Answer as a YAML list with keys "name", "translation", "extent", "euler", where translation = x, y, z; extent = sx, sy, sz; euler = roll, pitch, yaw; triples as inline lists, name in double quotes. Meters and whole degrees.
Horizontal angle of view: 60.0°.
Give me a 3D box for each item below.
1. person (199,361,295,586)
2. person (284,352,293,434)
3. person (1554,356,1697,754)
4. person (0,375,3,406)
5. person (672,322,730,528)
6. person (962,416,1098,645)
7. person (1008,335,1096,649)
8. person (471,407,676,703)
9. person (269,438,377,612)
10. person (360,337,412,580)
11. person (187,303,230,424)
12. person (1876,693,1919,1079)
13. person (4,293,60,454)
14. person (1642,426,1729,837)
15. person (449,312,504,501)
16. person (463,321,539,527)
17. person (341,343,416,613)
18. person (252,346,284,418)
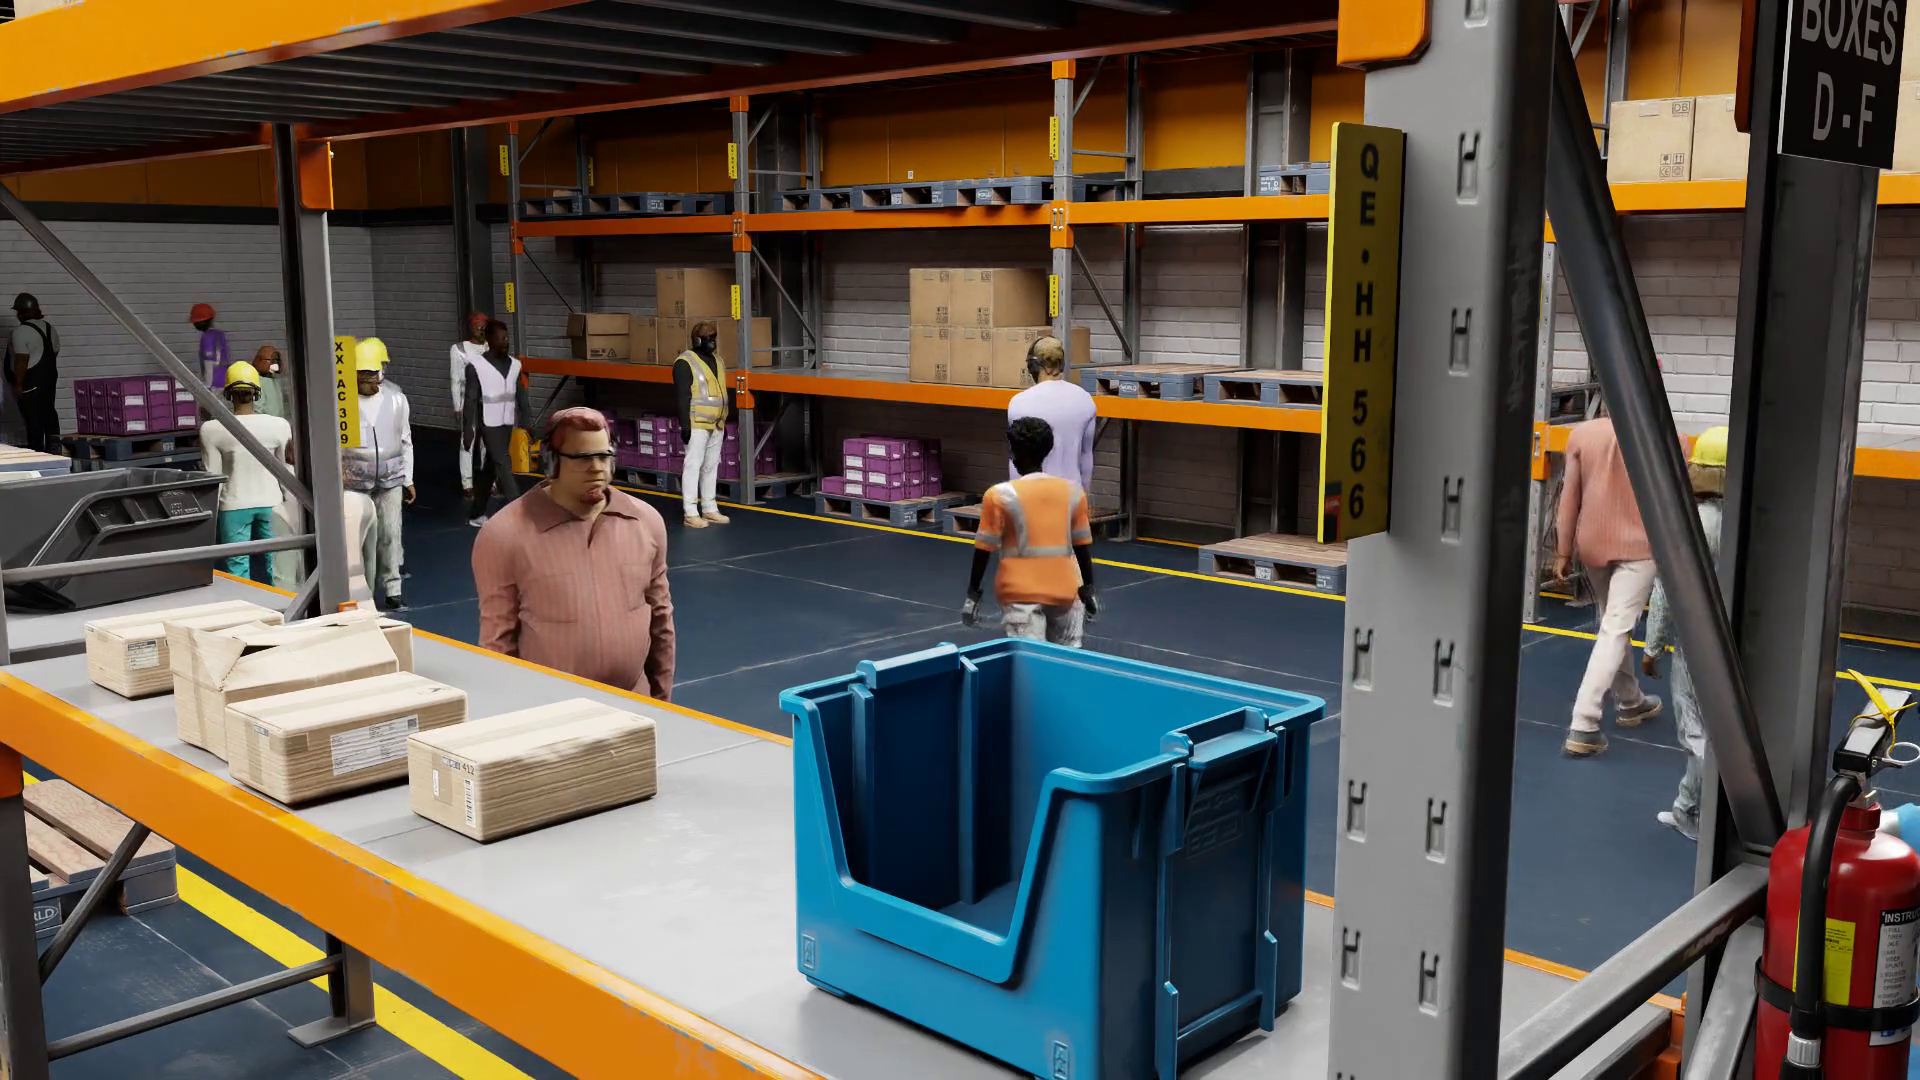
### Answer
- name: "person"
  translation: [-4.257, -0.183, 9.978]
  extent: [0.533, 1.768, 0.310]
  euler: [-7, 11, -35]
- name: "person"
  translation: [-8.175, -1.844, 20.620]
  extent: [0.504, 1.612, 0.528]
  euler: [4, 10, 25]
- name: "person"
  translation: [3.242, 0.044, 8.088]
  extent: [1.049, 1.943, 0.626]
  euler: [-8, 12, -40]
- name: "person"
  translation: [-9.499, -1.195, 15.902]
  extent: [0.634, 1.848, 0.972]
  euler: [-5, 10, -28]
- name: "person"
  translation: [-2.299, -1.036, 14.981]
  extent: [0.429, 1.839, 0.634]
  euler: [5, 11, 28]
- name: "person"
  translation: [0.309, 0.257, 7.621]
  extent: [0.593, 1.632, 0.895]
  euler: [-5, 11, -29]
- name: "person"
  translation: [0.517, -0.217, 9.658]
  extent: [0.635, 1.936, 0.353]
  euler: [-8, 12, -39]
- name: "person"
  translation: [-1.174, 0.530, 5.223]
  extent: [0.640, 1.899, 0.395]
  euler: [-7, 12, -36]
- name: "person"
  translation: [-2.712, 0.358, 7.090]
  extent: [0.604, 1.620, 0.517]
  euler: [8, 12, 40]
- name: "person"
  translation: [-4.427, -0.612, 12.454]
  extent: [0.595, 1.810, 0.739]
  euler: [-9, 13, -43]
- name: "person"
  translation: [-8.999, -1.885, 19.999]
  extent: [0.568, 1.905, 0.687]
  euler: [-2, 9, -11]
- name: "person"
  translation: [1.717, 1.009, 2.867]
  extent: [0.540, 1.700, 0.316]
  euler: [0, 9, 0]
- name: "person"
  translation: [-10.905, -1.874, 19.499]
  extent: [0.538, 2.000, 0.684]
  euler: [1, 9, 5]
- name: "person"
  translation: [2.972, 0.419, 6.471]
  extent: [0.496, 1.714, 0.804]
  euler: [-1, 9, -8]
- name: "person"
  translation: [-4.841, -1.346, 16.735]
  extent: [0.354, 1.887, 0.572]
  euler: [9, 13, 43]
- name: "person"
  translation: [-4.031, -0.992, 14.648]
  extent: [1.042, 1.859, 0.613]
  euler: [5, 10, 28]
- name: "person"
  translation: [-3.938, -0.400, 11.113]
  extent: [0.599, 1.827, 0.403]
  euler: [-6, 11, -33]
- name: "person"
  translation: [-6.178, -0.921, 14.904]
  extent: [0.287, 1.631, 0.501]
  euler: [0, 9, -2]
